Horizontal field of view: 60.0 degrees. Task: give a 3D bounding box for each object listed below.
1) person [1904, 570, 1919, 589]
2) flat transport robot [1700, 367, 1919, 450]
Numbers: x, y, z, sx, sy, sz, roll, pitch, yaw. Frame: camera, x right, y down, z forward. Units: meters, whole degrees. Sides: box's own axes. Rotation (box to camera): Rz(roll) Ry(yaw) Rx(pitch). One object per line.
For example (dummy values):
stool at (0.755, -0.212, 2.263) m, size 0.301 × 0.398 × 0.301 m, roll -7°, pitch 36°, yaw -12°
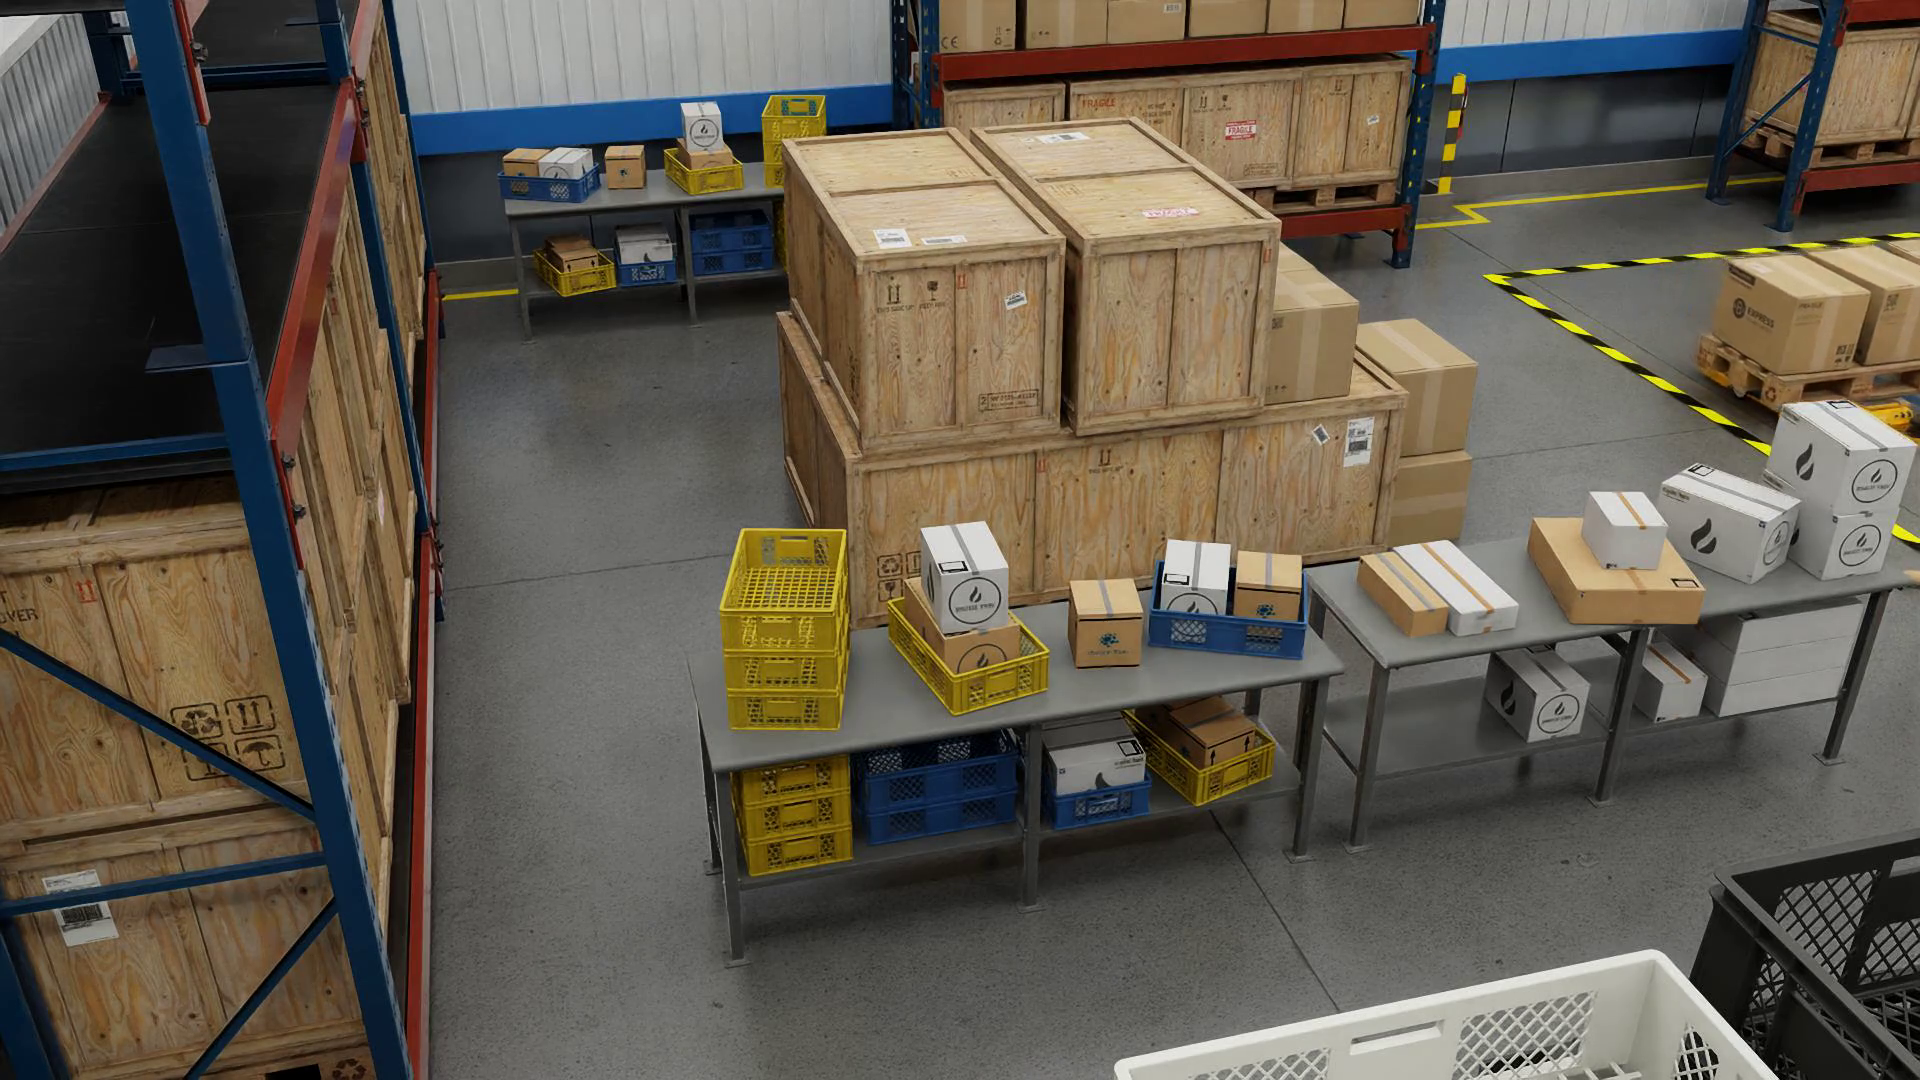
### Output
person at (5.198, -0.546, 8.283) m, size 0.396 × 2.032 × 0.604 m, roll 2°, pitch 29°, yaw 3°
flat transport robot at (5.557, -0.944, 10.801) m, size 0.652 × 0.197 × 1.431 m, roll -7°, pitch 30°, yaw -13°
